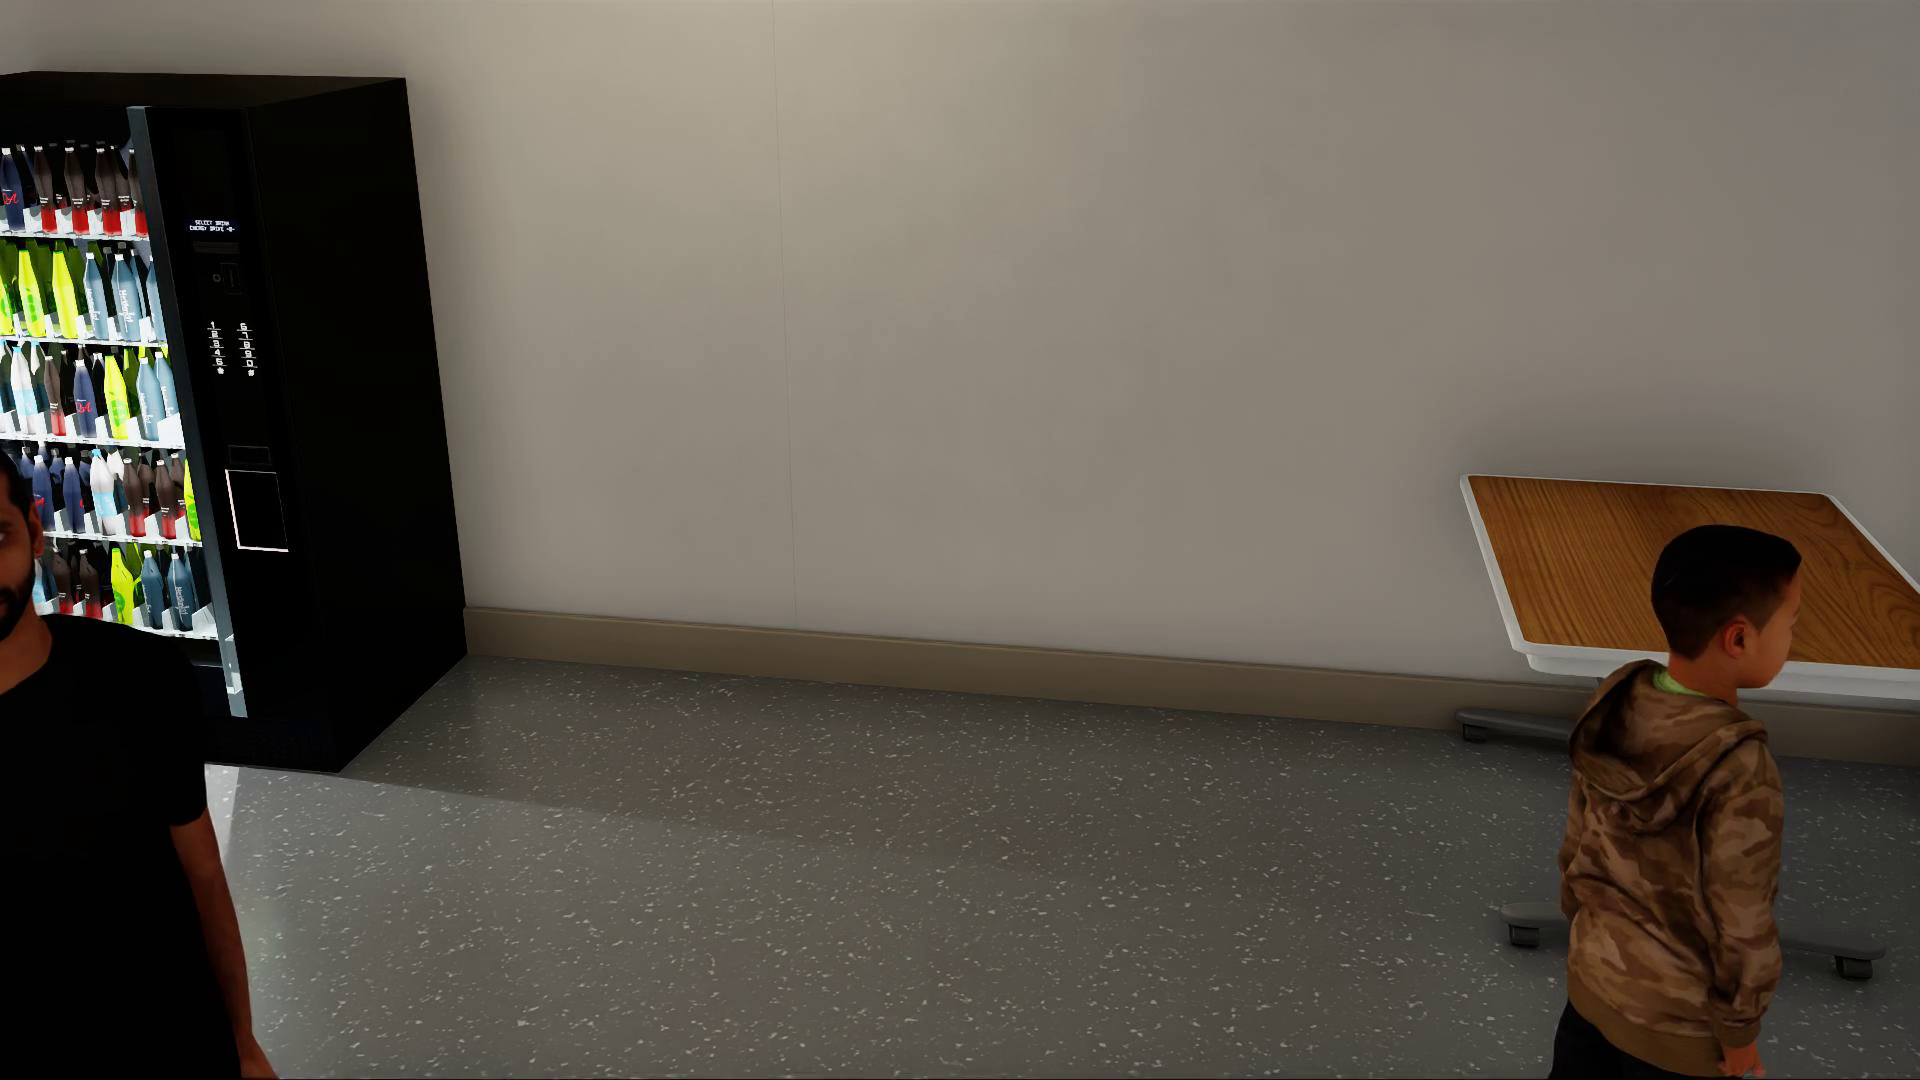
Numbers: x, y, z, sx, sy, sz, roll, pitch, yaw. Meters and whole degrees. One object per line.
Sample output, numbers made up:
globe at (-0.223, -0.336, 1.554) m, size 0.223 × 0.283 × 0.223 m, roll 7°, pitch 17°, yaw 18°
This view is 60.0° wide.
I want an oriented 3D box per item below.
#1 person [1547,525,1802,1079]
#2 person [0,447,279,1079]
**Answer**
person at (1.087, 0.674, 2.613) m, size 0.699 × 1.453 × 0.671 m, roll -6°, pitch 22°, yaw -16°
person at (-1.133, 0.699, 2.117) m, size 0.727 × 1.758 × 0.764 m, roll -18°, pitch 27°, yaw -39°
